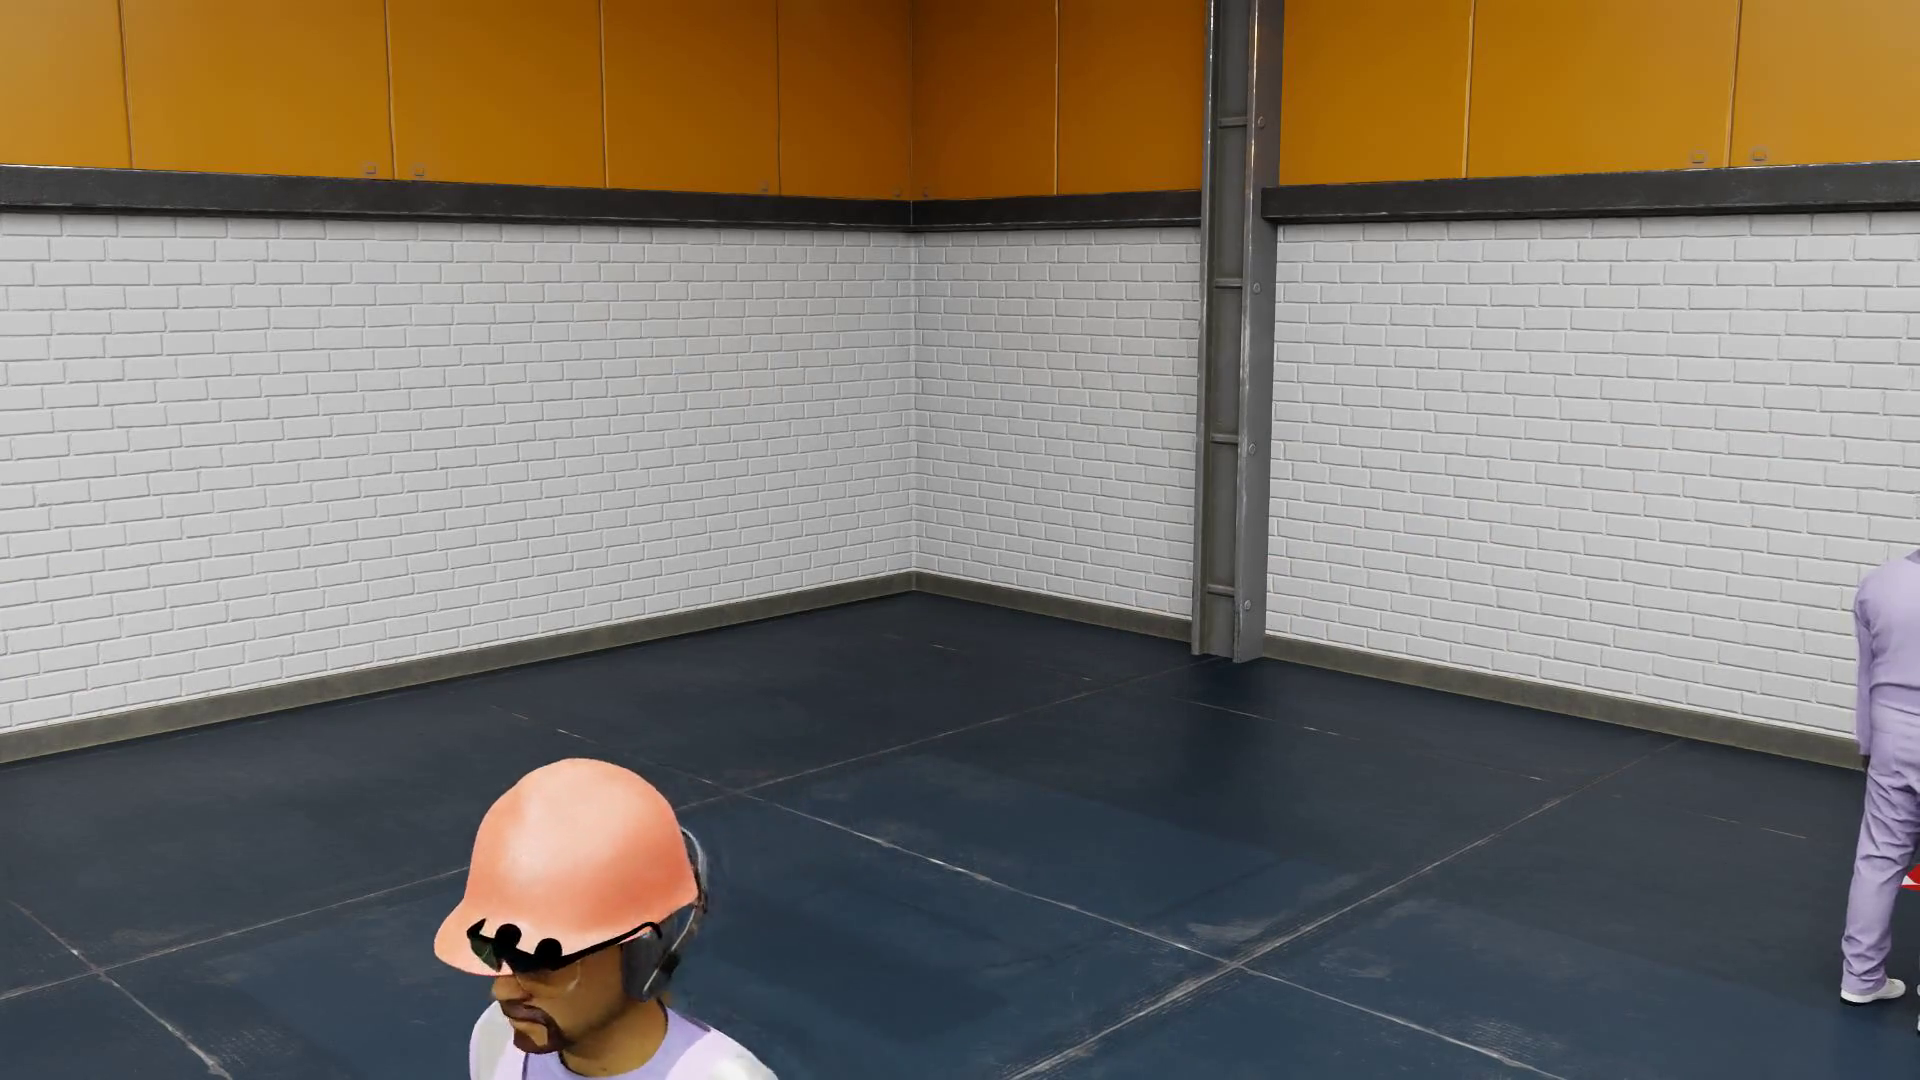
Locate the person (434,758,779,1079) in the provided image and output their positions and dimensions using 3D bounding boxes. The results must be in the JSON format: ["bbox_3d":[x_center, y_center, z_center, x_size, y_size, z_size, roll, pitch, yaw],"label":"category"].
[{"bbox_3d":[-0.415,1.253,2.158,0.605,2.031,0.489,6,11,35],"label":"person"}]

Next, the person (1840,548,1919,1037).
[{"bbox_3d":[3.362,0.746,5.680,0.404,1.900,0.640,-4,10,-25],"label":"person"}]
